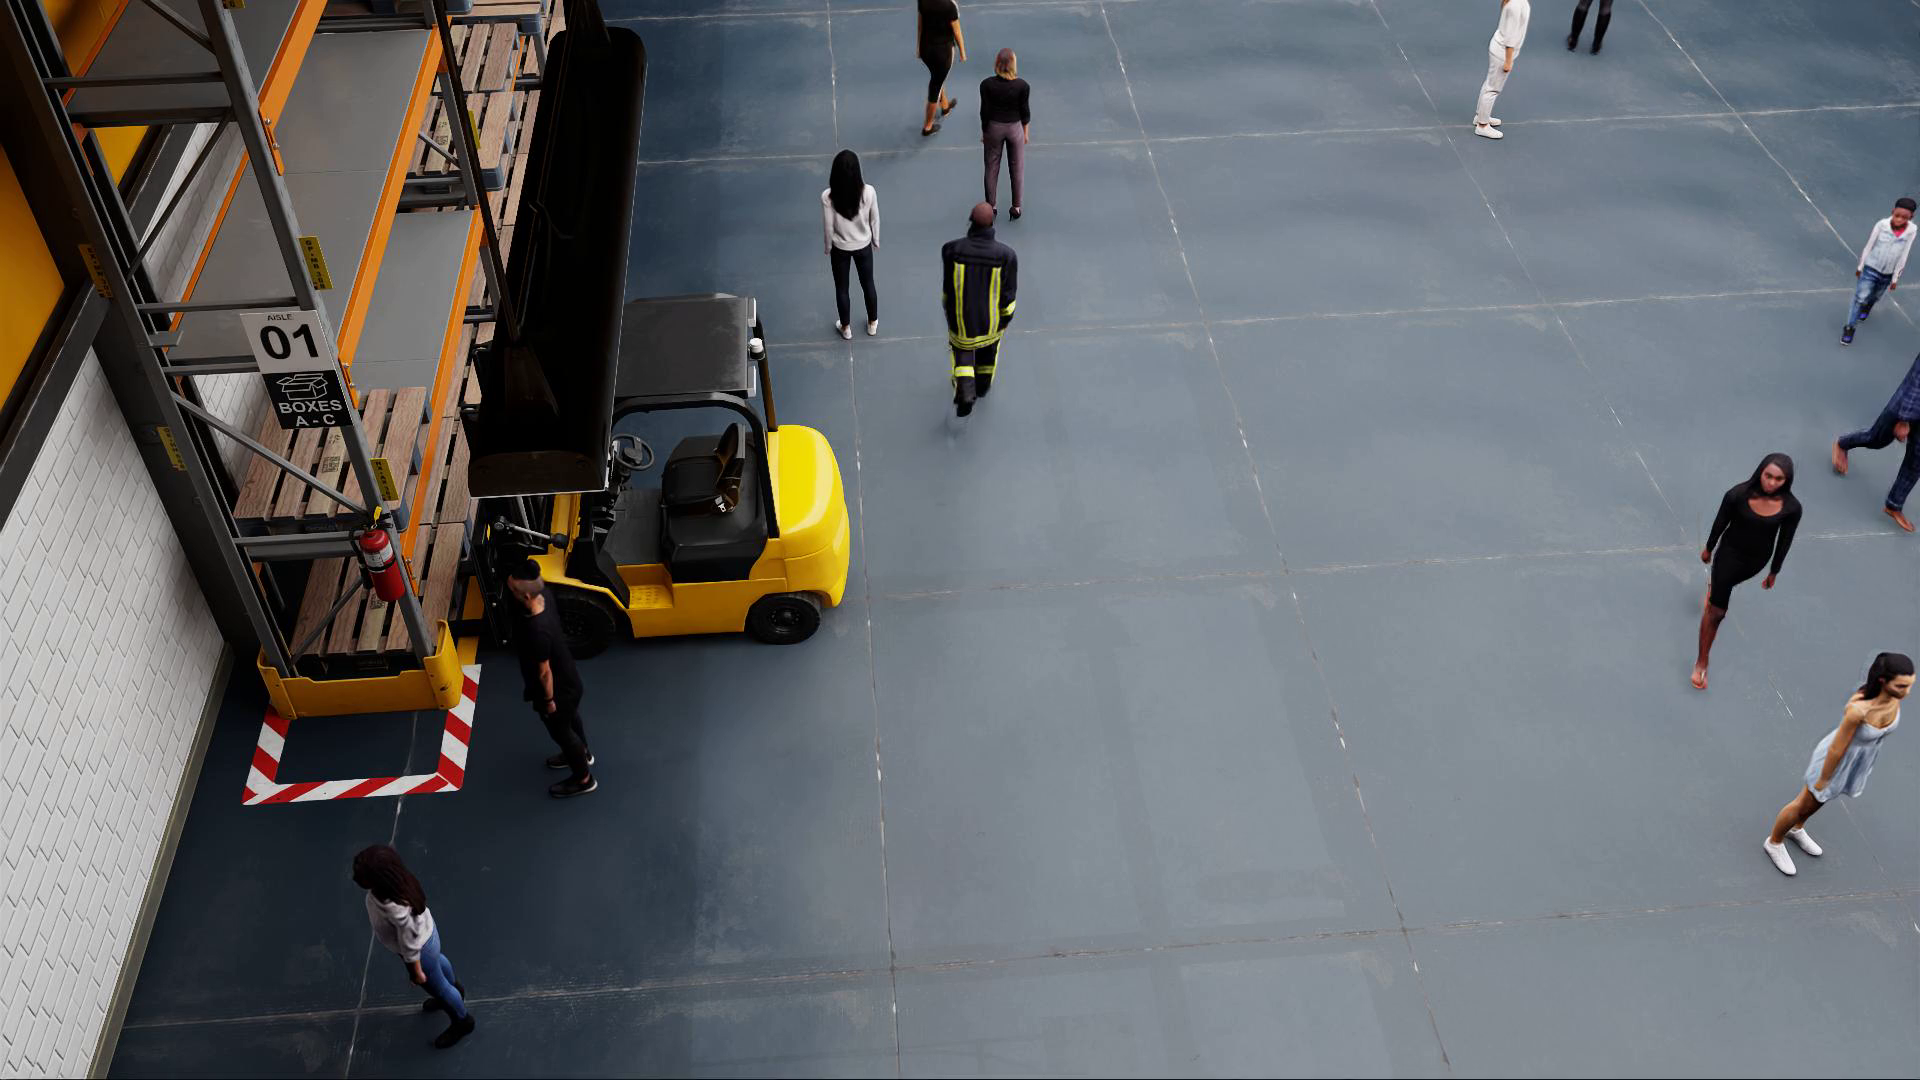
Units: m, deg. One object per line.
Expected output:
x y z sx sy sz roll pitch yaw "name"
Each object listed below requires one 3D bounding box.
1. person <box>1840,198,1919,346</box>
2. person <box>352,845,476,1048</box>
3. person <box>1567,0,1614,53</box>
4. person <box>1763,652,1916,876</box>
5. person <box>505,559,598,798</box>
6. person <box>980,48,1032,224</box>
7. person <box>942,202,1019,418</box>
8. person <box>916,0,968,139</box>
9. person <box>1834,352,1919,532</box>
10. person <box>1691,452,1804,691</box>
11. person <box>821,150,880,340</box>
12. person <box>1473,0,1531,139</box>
7.544 -2.257 13.585 0.734 1.253 0.921 17 46 17 "person"
-2.853 2.097 8.743 0.727 1.629 0.589 -20 47 -20 "person"
6.594 -5.839 17.031 0.682 1.687 0.672 13 45 14 "person"
5.072 1.255 9.553 0.667 1.729 0.667 -23 48 -22 "person"
-2.443 0.808 9.924 0.771 1.865 0.571 -10 44 -10 "person"
0.391 -3.547 14.636 0.615 1.672 0.554 1 44 1 "person"
0.121 -1.738 12.638 0.826 1.808 1.076 3 44 3 "person"
-0.264 -4.587 15.749 0.912 1.643 1.010 25 49 24 "person"
6.786 -1.012 11.892 0.717 1.785 1.181 -5 44 -5 "person"
5.077 0.077 10.828 0.951 1.677 1.297 12 45 12 "person"
-0.876 -2.370 13.380 0.639 1.700 0.583 -9 44 -10 "person"
5.171 -4.662 15.794 0.719 1.688 0.559 8 44 8 "person"
